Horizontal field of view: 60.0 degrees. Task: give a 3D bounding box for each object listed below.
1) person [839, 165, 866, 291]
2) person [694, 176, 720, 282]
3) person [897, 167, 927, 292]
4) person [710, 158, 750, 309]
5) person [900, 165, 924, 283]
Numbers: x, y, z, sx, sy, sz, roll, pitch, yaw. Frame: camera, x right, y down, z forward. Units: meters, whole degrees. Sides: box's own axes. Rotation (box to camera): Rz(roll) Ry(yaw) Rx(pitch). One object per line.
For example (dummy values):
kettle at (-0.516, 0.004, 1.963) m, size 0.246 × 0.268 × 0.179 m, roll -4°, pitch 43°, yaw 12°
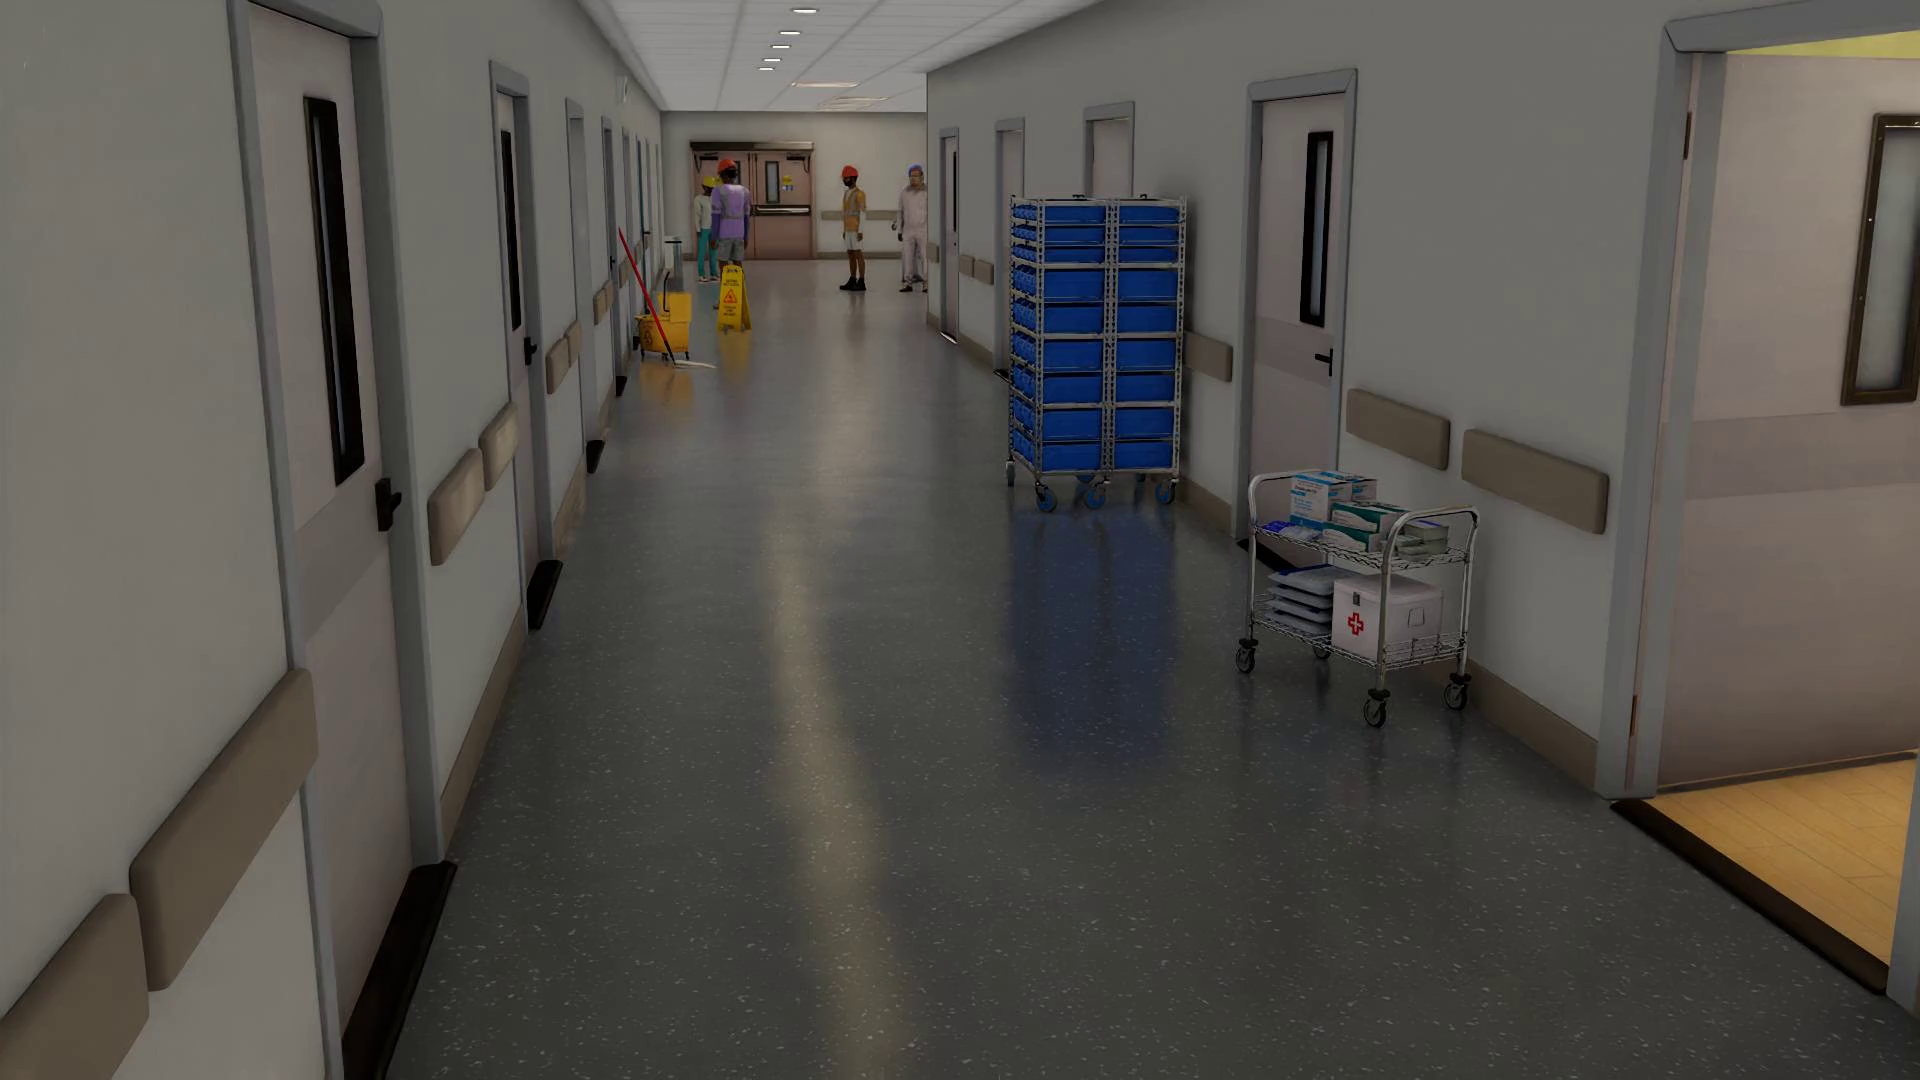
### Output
person at (-1.691, -4.863, 25.977) m, size 0.375 × 1.935 × 0.551 m, roll -8°, pitch 15°, yaw -32°
person at (-4.237, -5.250, 28.095) m, size 0.522 × 1.762 × 0.320 m, roll -12°, pitch 17°, yaw -42°
person at (-0.669, -4.783, 25.691) m, size 0.654 × 1.906 × 0.408 m, roll 4°, pitch 13°, yaw 16°
person at (-3.133, -4.148, 22.611) m, size 0.615 × 2.028 × 0.409 m, roll -12°, pitch 17°, yaw -43°
person at (-0.772, -5.278, 27.800) m, size 0.409 × 1.943 × 0.615 m, roll 6°, pitch 14°, yaw 26°
